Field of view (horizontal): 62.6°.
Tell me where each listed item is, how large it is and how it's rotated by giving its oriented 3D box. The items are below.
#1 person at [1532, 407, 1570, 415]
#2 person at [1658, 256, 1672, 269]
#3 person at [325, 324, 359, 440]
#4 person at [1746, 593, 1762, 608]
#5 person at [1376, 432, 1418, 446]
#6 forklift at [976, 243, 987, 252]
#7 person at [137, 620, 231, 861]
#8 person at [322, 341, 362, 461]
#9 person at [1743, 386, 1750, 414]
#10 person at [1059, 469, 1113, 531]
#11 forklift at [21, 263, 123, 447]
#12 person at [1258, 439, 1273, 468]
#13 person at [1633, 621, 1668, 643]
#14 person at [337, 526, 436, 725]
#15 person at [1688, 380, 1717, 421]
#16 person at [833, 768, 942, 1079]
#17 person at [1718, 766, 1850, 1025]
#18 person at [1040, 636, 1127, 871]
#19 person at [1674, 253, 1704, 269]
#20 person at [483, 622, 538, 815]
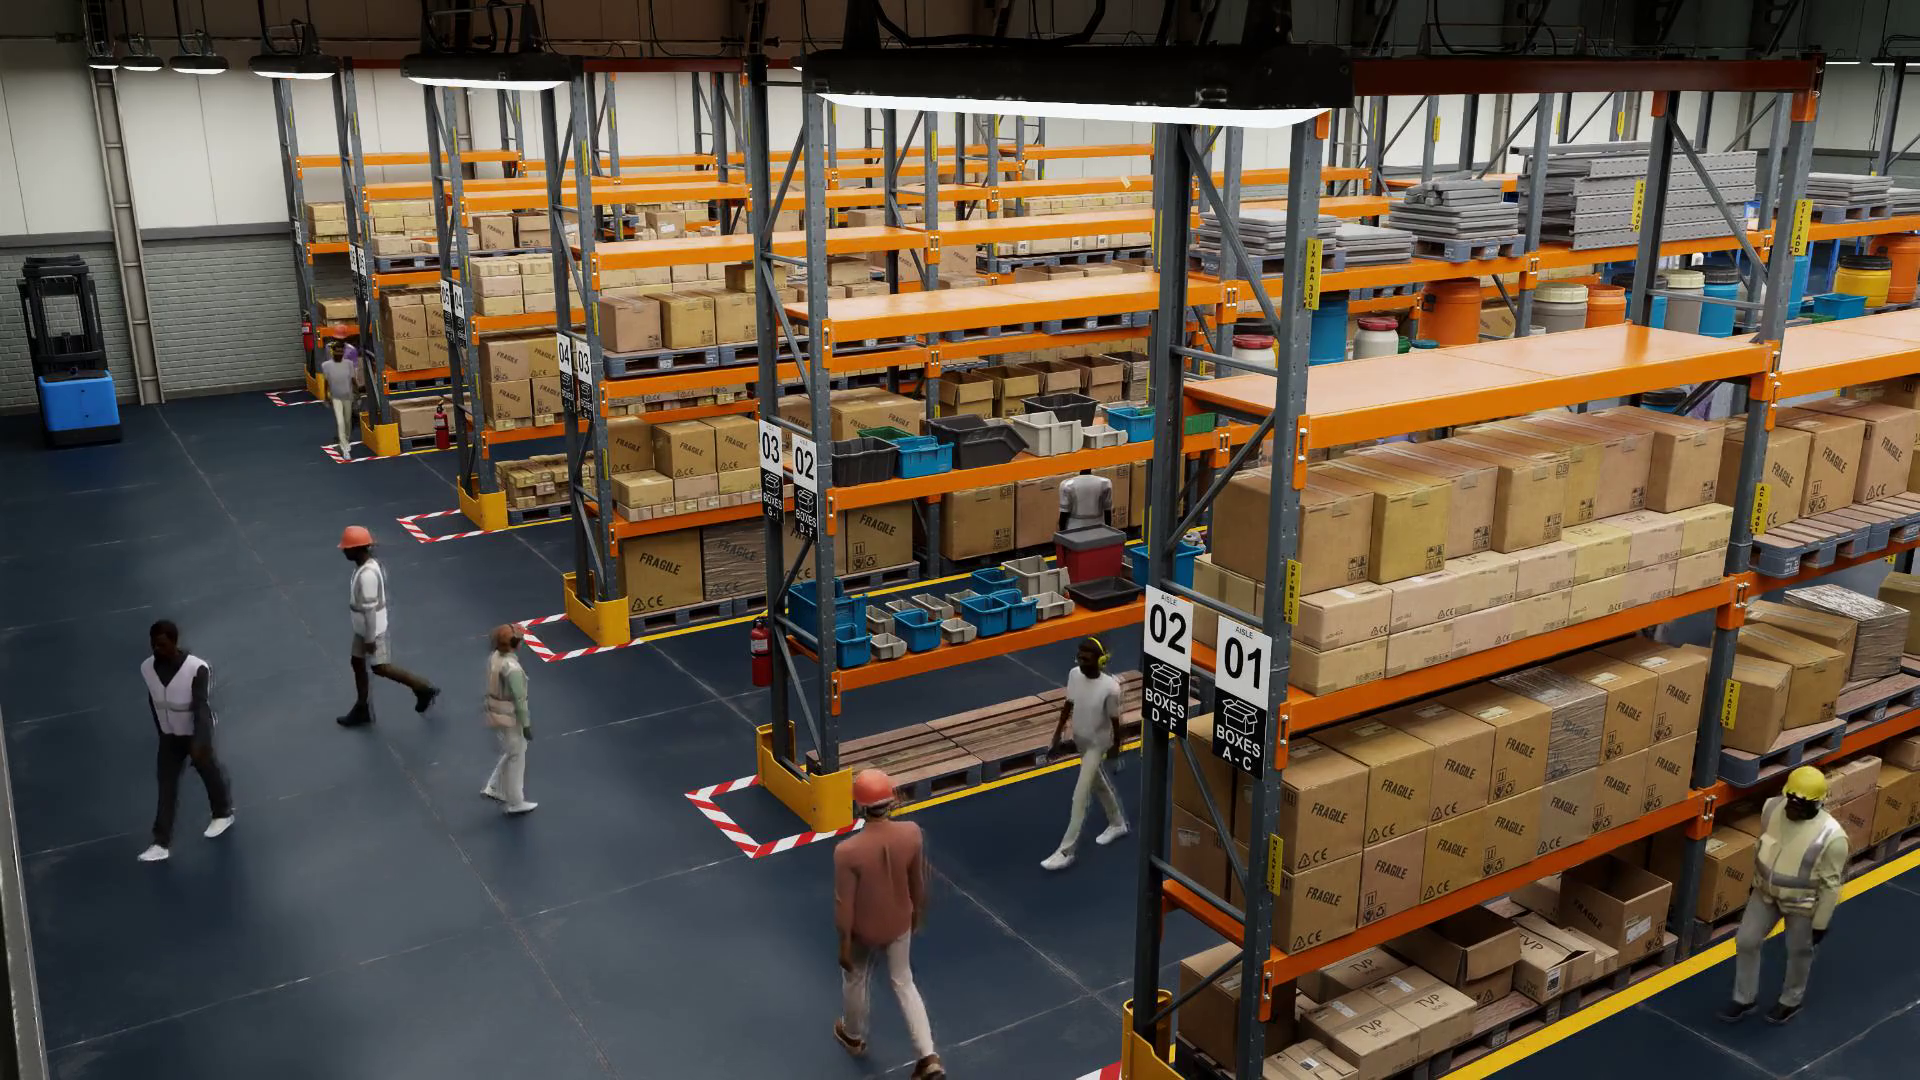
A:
[{"bbox_3d":[8.106,-1.317,21.755,0.541,1.753,0.406,12,21,34],"label":"person"},{"bbox_3d":[17.599,-6.901,39.808,0.602,1.906,0.453,-2,17,-8],"label":"person"},{"bbox_3d":[-10.020,-2.594,25.687,0.573,1.906,0.582,5,18,15],"label":"person"},{"bbox_3d":[8.369,0.139,16.840,0.429,1.840,0.640,-8,19,-24],"label":"person"},{"bbox_3d":[5.665,-1.022,20.513,0.543,1.929,0.383,0,17,1],"label":"person"},{"bbox_3d":[0.988,-5.474,34.718,1.214,2.155,2.313,-10,20,-31],"label":"forklift"},{"bbox_3d":[-6.066,1.534,12.219,0.599,1.881,0.866,3,17,9],"label":"person"},{"bbox_3d":[-9.631,-2.217,24.613,0.513,1.823,0.954,-10,19,-28],"label":"person"},{"bbox_3d":[10.997,-1.533,22.142,0.982,1.958,0.615,-5,18,-17],"label":"person"},{"bbox_3d":[1.370,-0.090,17.377,0.614,1.963,0.361,-3,17,-10],"label":"person"},{"bbox_3d":[-14.518,-3.079,25.708,1.129,2.768,1.873,-10,20,-31],"label":"forklift"},{"bbox_3d":[3.945,-0.820,19.838,0.374,1.923,0.595,-11,20,-32],"label":"person"},{"bbox_3d":[6.087,0.874,14.491,0.807,1.798,0.591,-12,21,-34],"label":"person"},{"bbox_3d":[-5.400,0.777,14.636,0.845,1.910,0.551,-8,19,-24],"label":"person"},{"bbox_3d":[11.549,-2.265,24.603,0.641,1.913,0.407,-15,22,-40],"label":"person"},{"bbox_3d":[-0.444,2.321,9.498,0.634,1.964,0.941,-10,20,-30],"label":"person"},{"bbox_3d":[5.172,2.260,9.929,0.699,1.806,0.617,-9,19,-26],"label":"person"},{"bbox_3d":[0.981,1.584,12.139,0.974,1.820,0.538,-12,21,-35],"label":"person"},{"bbox_3d":[16.984,-6.079,36.880,0.607,2.048,0.365,6,18,20],"label":"person"},{"bbox_3d":[-3.672,1.459,12.880,0.349,1.621,0.554,-10,20,-30],"label":"person"}]
